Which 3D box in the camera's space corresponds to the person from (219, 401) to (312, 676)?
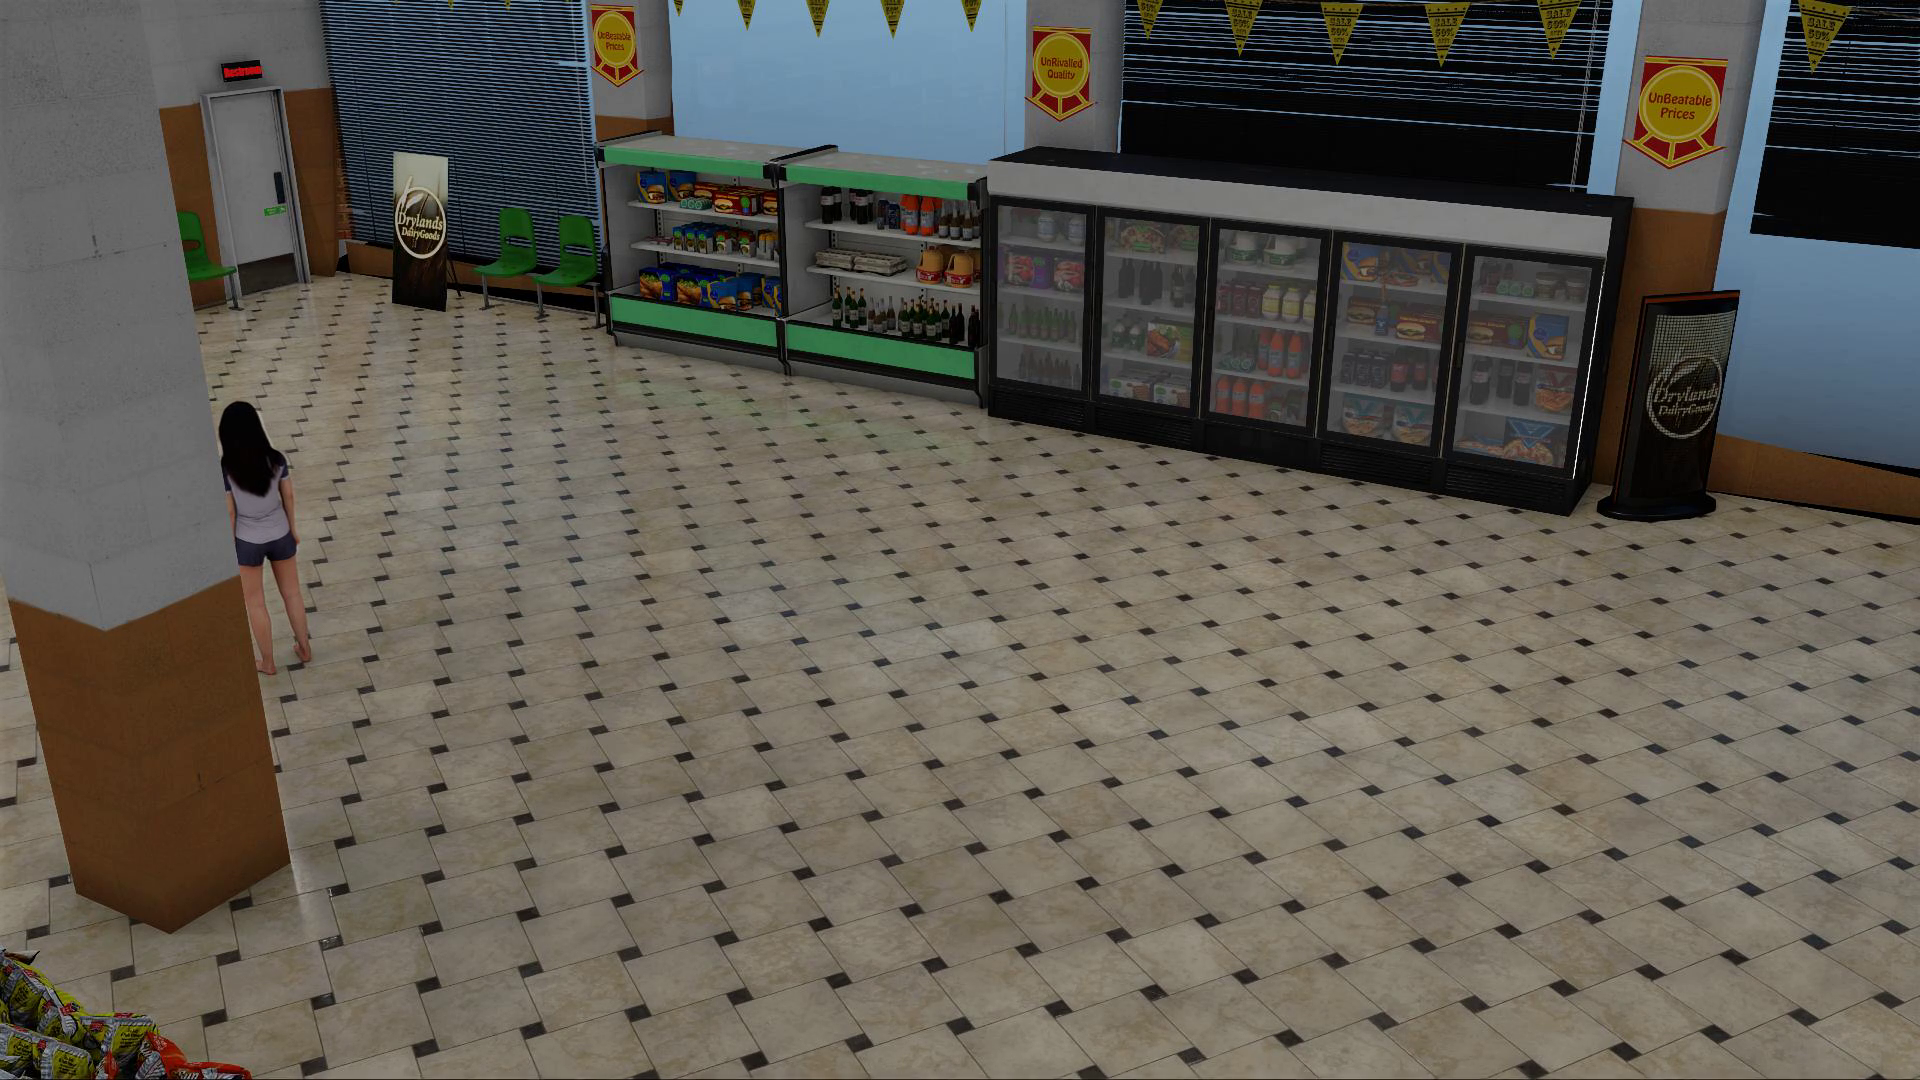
[{"bbox_3d":[-4.236,-0.016,10.063,0.596,1.706,0.644,20,29,40],"label":"person"}]
